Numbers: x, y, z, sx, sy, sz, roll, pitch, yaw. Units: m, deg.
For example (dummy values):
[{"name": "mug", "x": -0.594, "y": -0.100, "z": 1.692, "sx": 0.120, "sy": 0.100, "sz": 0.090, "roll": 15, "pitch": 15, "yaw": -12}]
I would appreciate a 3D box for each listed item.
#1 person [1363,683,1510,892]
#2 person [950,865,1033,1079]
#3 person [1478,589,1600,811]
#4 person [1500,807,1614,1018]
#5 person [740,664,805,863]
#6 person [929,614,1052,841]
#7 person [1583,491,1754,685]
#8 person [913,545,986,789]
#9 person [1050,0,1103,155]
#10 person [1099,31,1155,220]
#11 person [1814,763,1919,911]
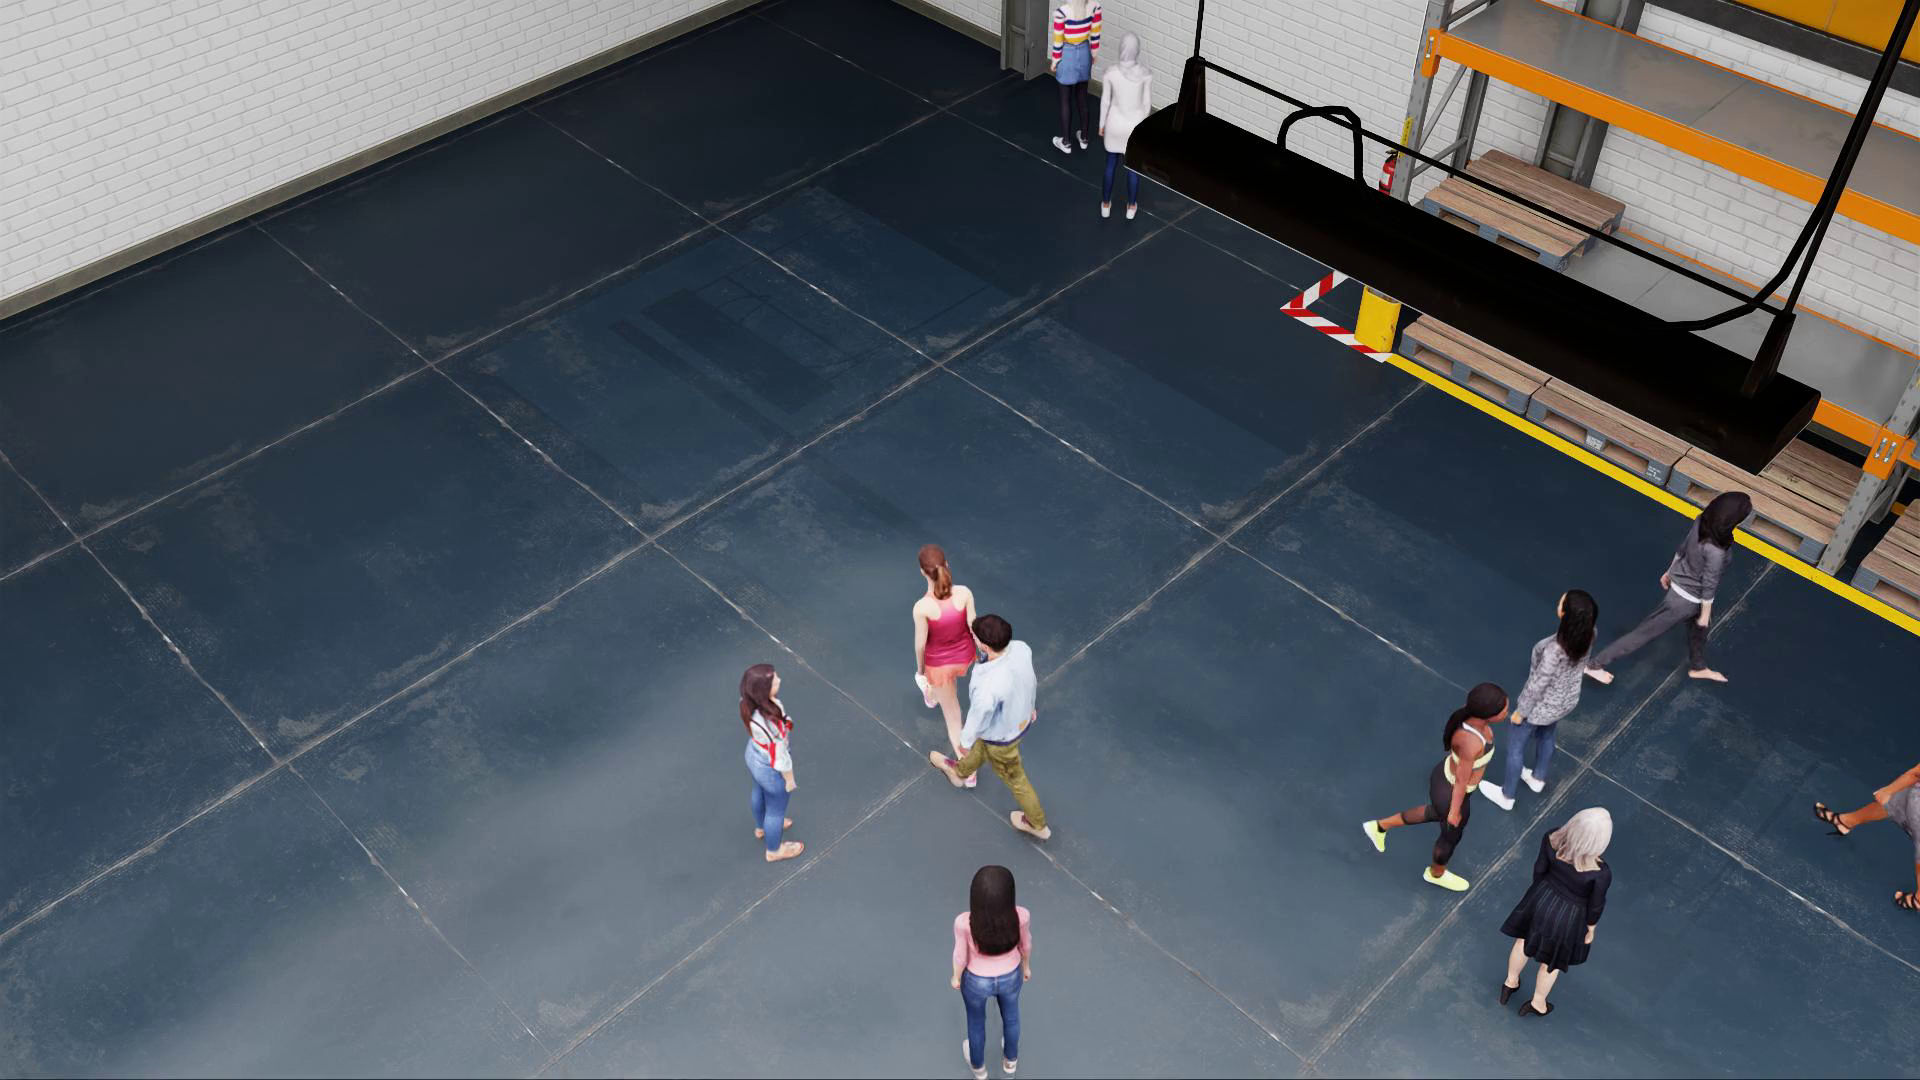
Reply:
[{"name": "person", "x": 2.746, "y": 1.416, "z": 9.581, "sx": 1.002, "sy": 1.738, "sz": 0.830, "roll": 12, "pitch": 45, "yaw": 13}, {"name": "person", "x": 0.161, "y": 2.264, "z": 8.688, "sx": 0.650, "sy": 1.742, "sz": 0.669, "roll": -7, "pitch": 44, "yaw": -8}, {"name": "person", "x": 3.562, "y": 0.969, "z": 10.058, "sx": 0.659, "sy": 1.727, "sz": 0.588, "roll": -25, "pitch": 49, "yaw": -24}, {"name": "person", "x": 3.223, "y": 2.005, "z": 8.956, "sx": 0.684, "sy": 1.747, "sz": 0.541, "roll": -28, "pitch": 50, "yaw": -26}, {"name": "person", "x": -1.136, "y": 1.298, "z": 9.795, "sx": 0.694, "sy": 1.613, "sz": 0.532, "roll": -22, "pitch": 48, "yaw": -21}, {"name": "person", "x": 0.331, "y": 1.160, "z": 9.827, "sx": 1.230, "sy": 1.769, "sz": 0.898, "roll": 23, "pitch": 48, "yaw": 22}, {"name": "person", "x": 4.566, "y": 0.371, "z": 10.703, "sx": 1.258, "sy": 1.703, "sz": 1.088, "roll": 5, "pitch": 44, "yaw": 6}, {"name": "person", "x": -0.037, "y": 0.821, "z": 10.240, "sx": 0.870, "sy": 1.691, "sz": 1.239, "roll": -18, "pitch": 46, "yaw": -18}, {"name": "person", "x": 1.089, "y": -4.547, "z": 15.790, "sx": 0.714, "sy": 1.808, "sz": 0.651, "roll": -16, "pitch": 46, "yaw": -16}, {"name": "person", "x": 1.478, "y": -3.706, "z": 14.931, "sx": 0.652, "sy": 1.774, "sz": 0.750, "roll": 8, "pitch": 44, "yaw": 8}, {"name": "person", "x": 5.606, "y": 1.524, "z": 9.468, "sx": 0.788, "sy": 1.736, "sz": 1.162, "roll": -23, "pitch": 48, "yaw": -22}]
